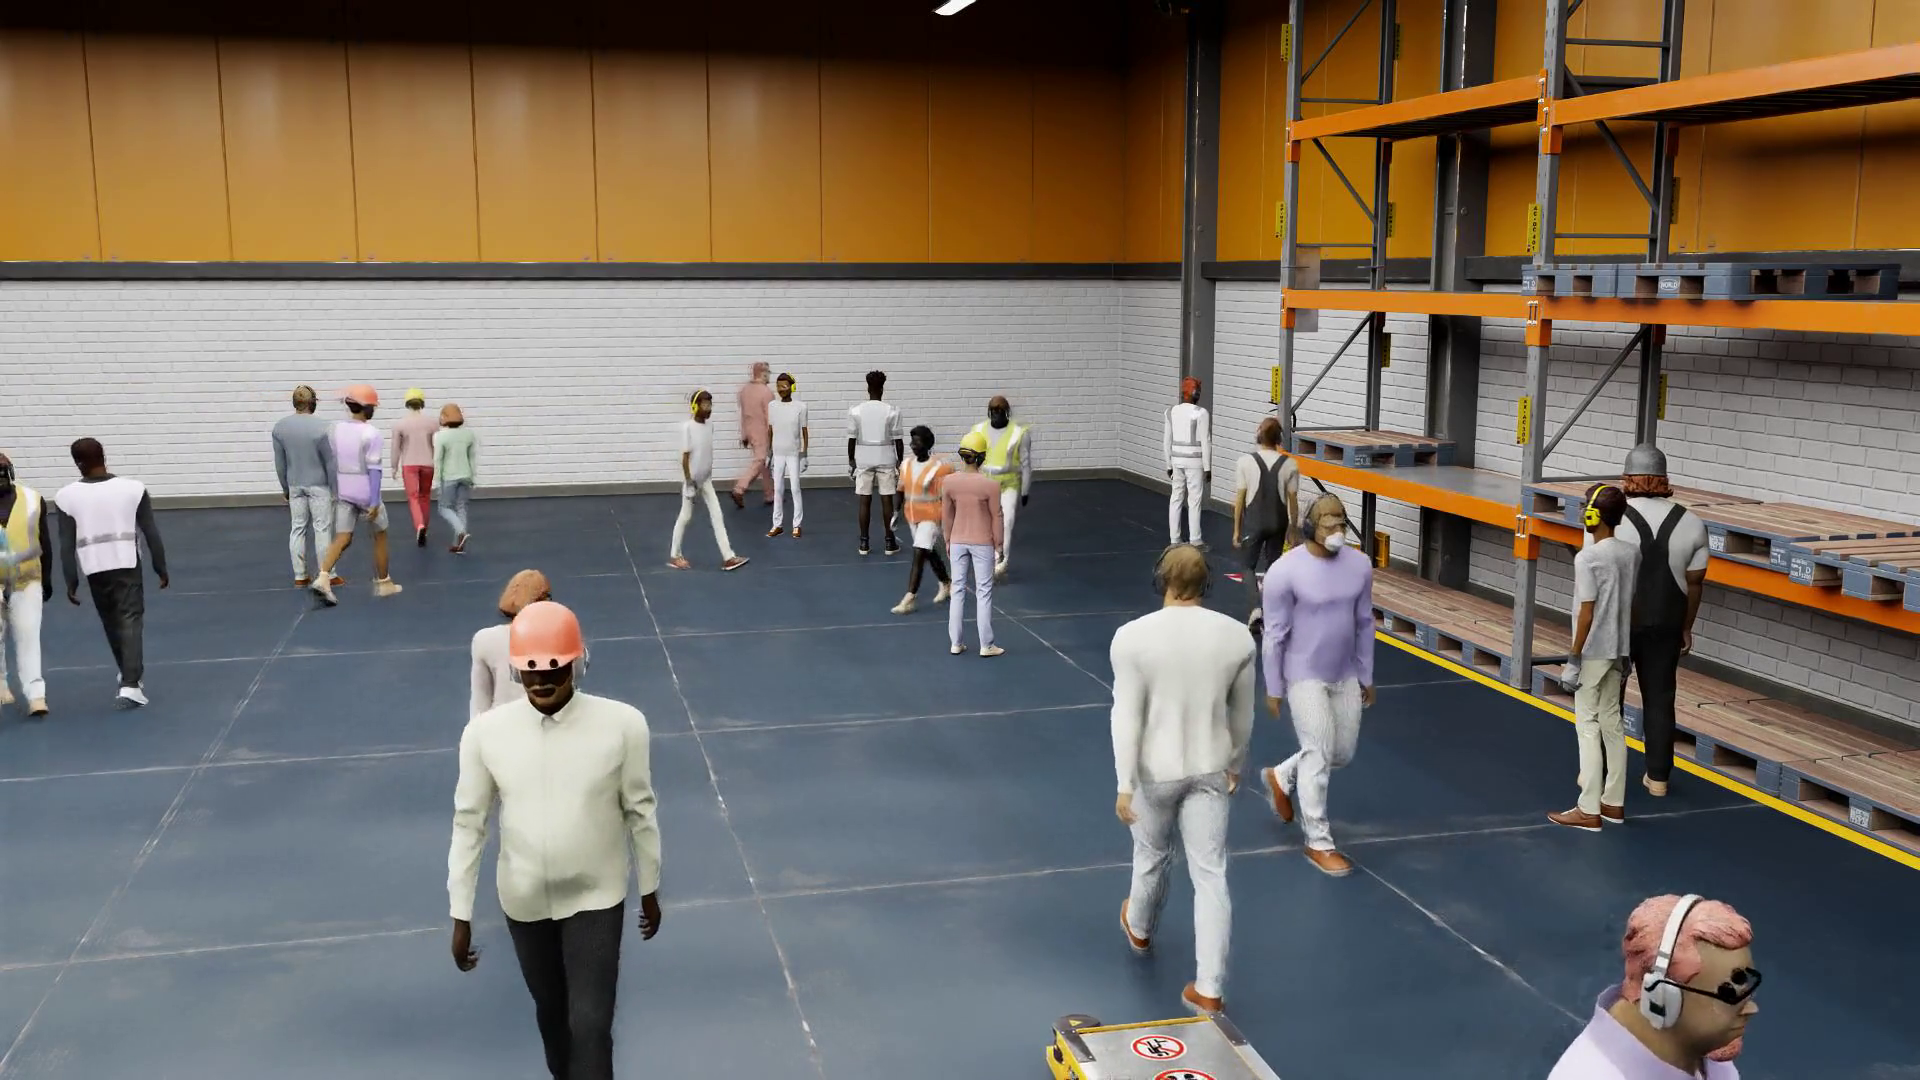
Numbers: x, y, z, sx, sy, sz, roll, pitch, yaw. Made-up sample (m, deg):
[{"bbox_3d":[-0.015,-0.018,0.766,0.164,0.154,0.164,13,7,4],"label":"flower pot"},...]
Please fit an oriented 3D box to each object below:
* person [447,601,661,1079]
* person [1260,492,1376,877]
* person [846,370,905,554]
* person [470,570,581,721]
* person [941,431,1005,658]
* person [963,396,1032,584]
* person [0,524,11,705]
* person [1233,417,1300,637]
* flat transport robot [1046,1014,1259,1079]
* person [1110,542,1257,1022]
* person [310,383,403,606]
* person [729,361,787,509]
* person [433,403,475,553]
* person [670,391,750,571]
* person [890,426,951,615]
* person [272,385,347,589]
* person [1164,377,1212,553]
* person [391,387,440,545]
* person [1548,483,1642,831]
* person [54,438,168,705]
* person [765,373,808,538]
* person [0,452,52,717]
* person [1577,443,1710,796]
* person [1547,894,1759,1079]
[{"bbox_3d":[-1.308,1.169,5.301,0.659,1.942,0.996,0,9,-3],"label":"person"},{"bbox_3d":[1.777,0.687,8.441,0.634,1.913,0.730,-5,10,-27],"label":"person"},{"bbox_3d":[-0.891,-0.820,17.676,0.614,1.962,0.362,1,9,4],"label":"person"},{"bbox_3d":[-2.017,0.927,7.887,0.510,1.597,0.766,1,9,6],"label":"person"},{"bbox_3d":[0.106,0.037,12.949,0.525,1.769,0.308,4,10,24],"label":"person"},{"bbox_3d":[0.324,-0.481,16.100,0.630,1.794,0.946,4,10,23],"label":"person"},{"bbox_3d":[-6.573,0.431,11.052,0.516,1.611,0.836,-5,10,-29],"label":"person"},{"bbox_3d":[2.491,-0.089,13.531,0.525,1.829,0.450,1,9,3],"label":"person"},{"bbox_3d":[0.795,1.959,5.597,0.652,0.197,1.431,-2,9,-13],"label":"flat transport robot"},{"bbox_3d":[0.917,0.950,6.901,0.642,1.877,1.038,-1,9,-9],"label":"person"},{"bbox_3d":[-5.480,-0.410,15.022,0.611,2.008,0.943,3,10,19],"label":"person"},{"bbox_3d":[-2.598,-1.343,21.236,0.887,1.879,0.654,-7,12,-38],"label":"person"},{"bbox_3d":[-5.328,-0.638,17.615,0.462,1.620,0.505,8,12,41],"label":"person"},{"bbox_3d":[-2.576,-0.577,16.631,1.000,1.812,0.549,6,11,33],"label":"person"},{"bbox_3d":[-0.319,-0.190,14.802,0.535,1.633,0.878,8,12,42],"label":"person"},{"bbox_3d":[-6.147,-0.494,15.722,0.630,1.940,0.373,1,9,8],"label":"person"},{"bbox_3d":[2.441,-0.794,17.759,0.574,1.887,0.355,8,12,42],"label":"person"},{"bbox_3d":[-5.996,-0.825,18.410,0.533,1.737,0.782,-5,10,-29],"label":"person"},{"bbox_3d":[3.425,0.627,8.944,0.532,1.869,0.311,-6,11,-34],"label":"person"},{"bbox_3d":[-5.910,0.207,11.616,0.669,1.853,1.002,-4,10,-24],"label":"person"},{"bbox_3d":[-1.963,-0.953,18.799,0.517,1.874,0.327,2,9,15],"label":"person"},{"bbox_3d":[-6.490,0.291,11.276,0.646,1.791,0.960,-7,11,-37],"label":"person"},{"bbox_3d":[3.867,0.446,9.540,0.678,2.000,0.535,0,9,3],"label":"person"},{"bbox_3d":[1.348,1.559,3.187,1.011,1.852,0.661,7,11,35],"label":"person"}]
